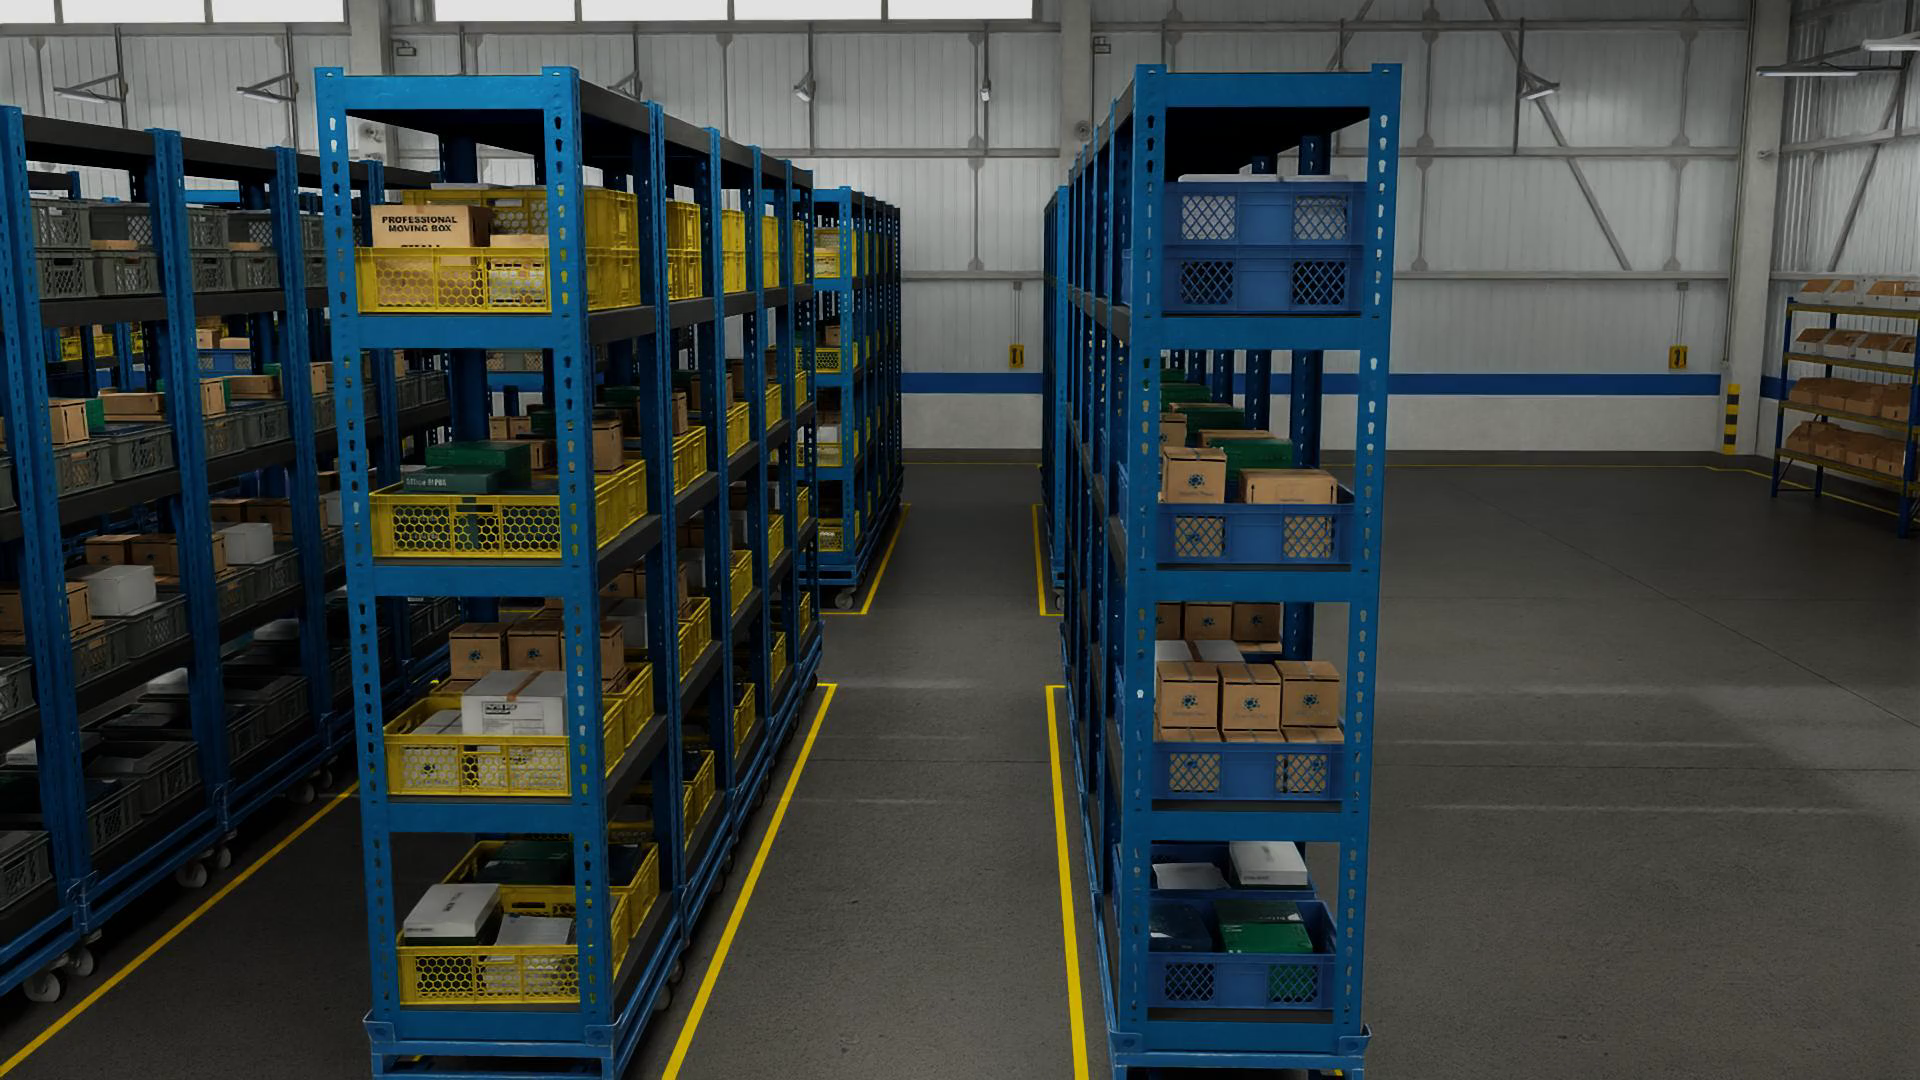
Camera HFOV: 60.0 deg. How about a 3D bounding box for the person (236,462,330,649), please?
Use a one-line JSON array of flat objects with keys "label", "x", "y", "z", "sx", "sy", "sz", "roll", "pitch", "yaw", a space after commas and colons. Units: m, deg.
[{"label": "person", "x": -4.950, "y": 0.052, "z": 12.314, "sx": 1.018, "sy": 1.791, "sz": 0.570, "roll": 1, "pitch": 10, "yaw": 8}]
